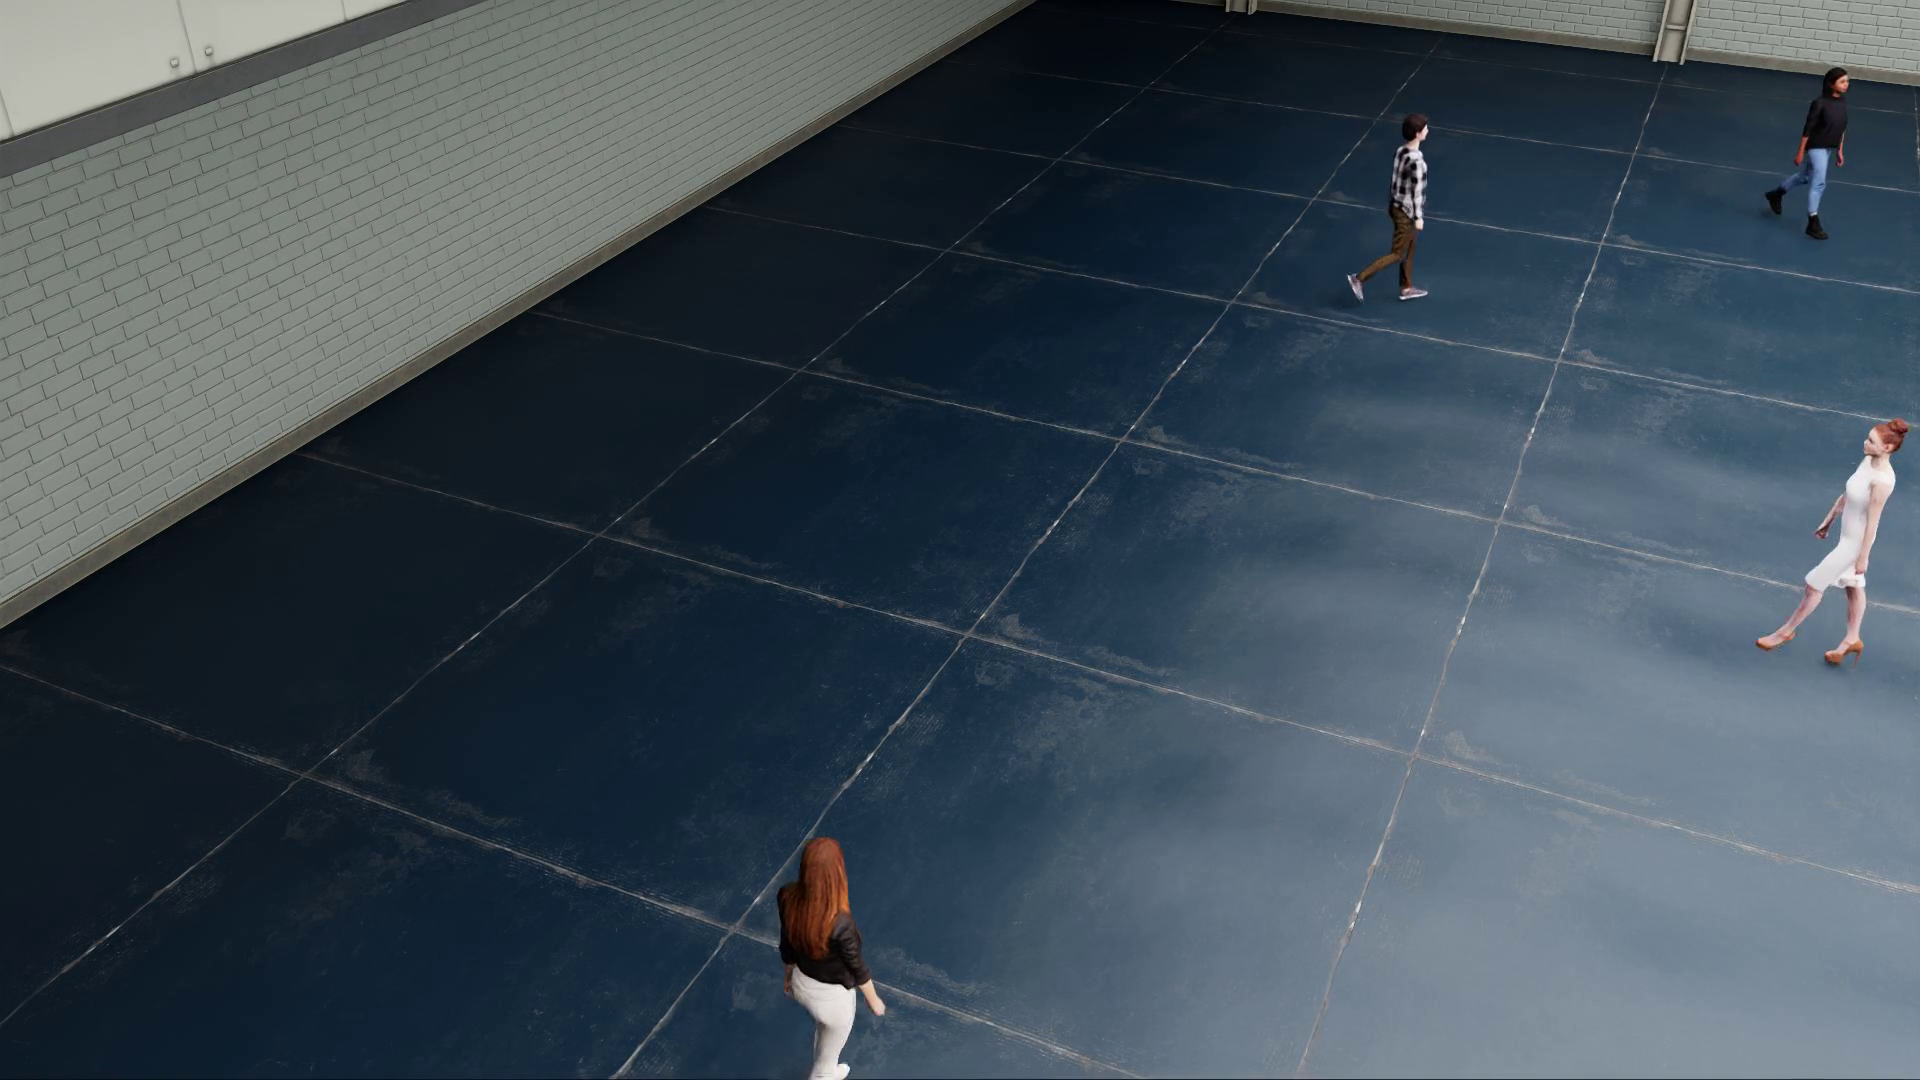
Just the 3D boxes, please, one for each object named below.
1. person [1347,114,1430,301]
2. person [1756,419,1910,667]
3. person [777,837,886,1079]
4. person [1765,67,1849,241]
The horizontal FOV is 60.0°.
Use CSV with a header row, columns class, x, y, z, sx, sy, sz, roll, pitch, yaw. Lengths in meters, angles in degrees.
class,x,y,z,sx,sy,sz,roll,pitch,yaw
person,4.034,-3.012,15.313,1.161,1.788,0.972,-3,32,-5
person,5.730,0.053,10.470,0.889,1.772,0.666,9,33,14
person,-0.658,2.045,7.391,0.758,1.688,0.674,-27,41,-36
person,8.685,-3.980,16.964,1.051,1.664,1.171,-15,35,-22
